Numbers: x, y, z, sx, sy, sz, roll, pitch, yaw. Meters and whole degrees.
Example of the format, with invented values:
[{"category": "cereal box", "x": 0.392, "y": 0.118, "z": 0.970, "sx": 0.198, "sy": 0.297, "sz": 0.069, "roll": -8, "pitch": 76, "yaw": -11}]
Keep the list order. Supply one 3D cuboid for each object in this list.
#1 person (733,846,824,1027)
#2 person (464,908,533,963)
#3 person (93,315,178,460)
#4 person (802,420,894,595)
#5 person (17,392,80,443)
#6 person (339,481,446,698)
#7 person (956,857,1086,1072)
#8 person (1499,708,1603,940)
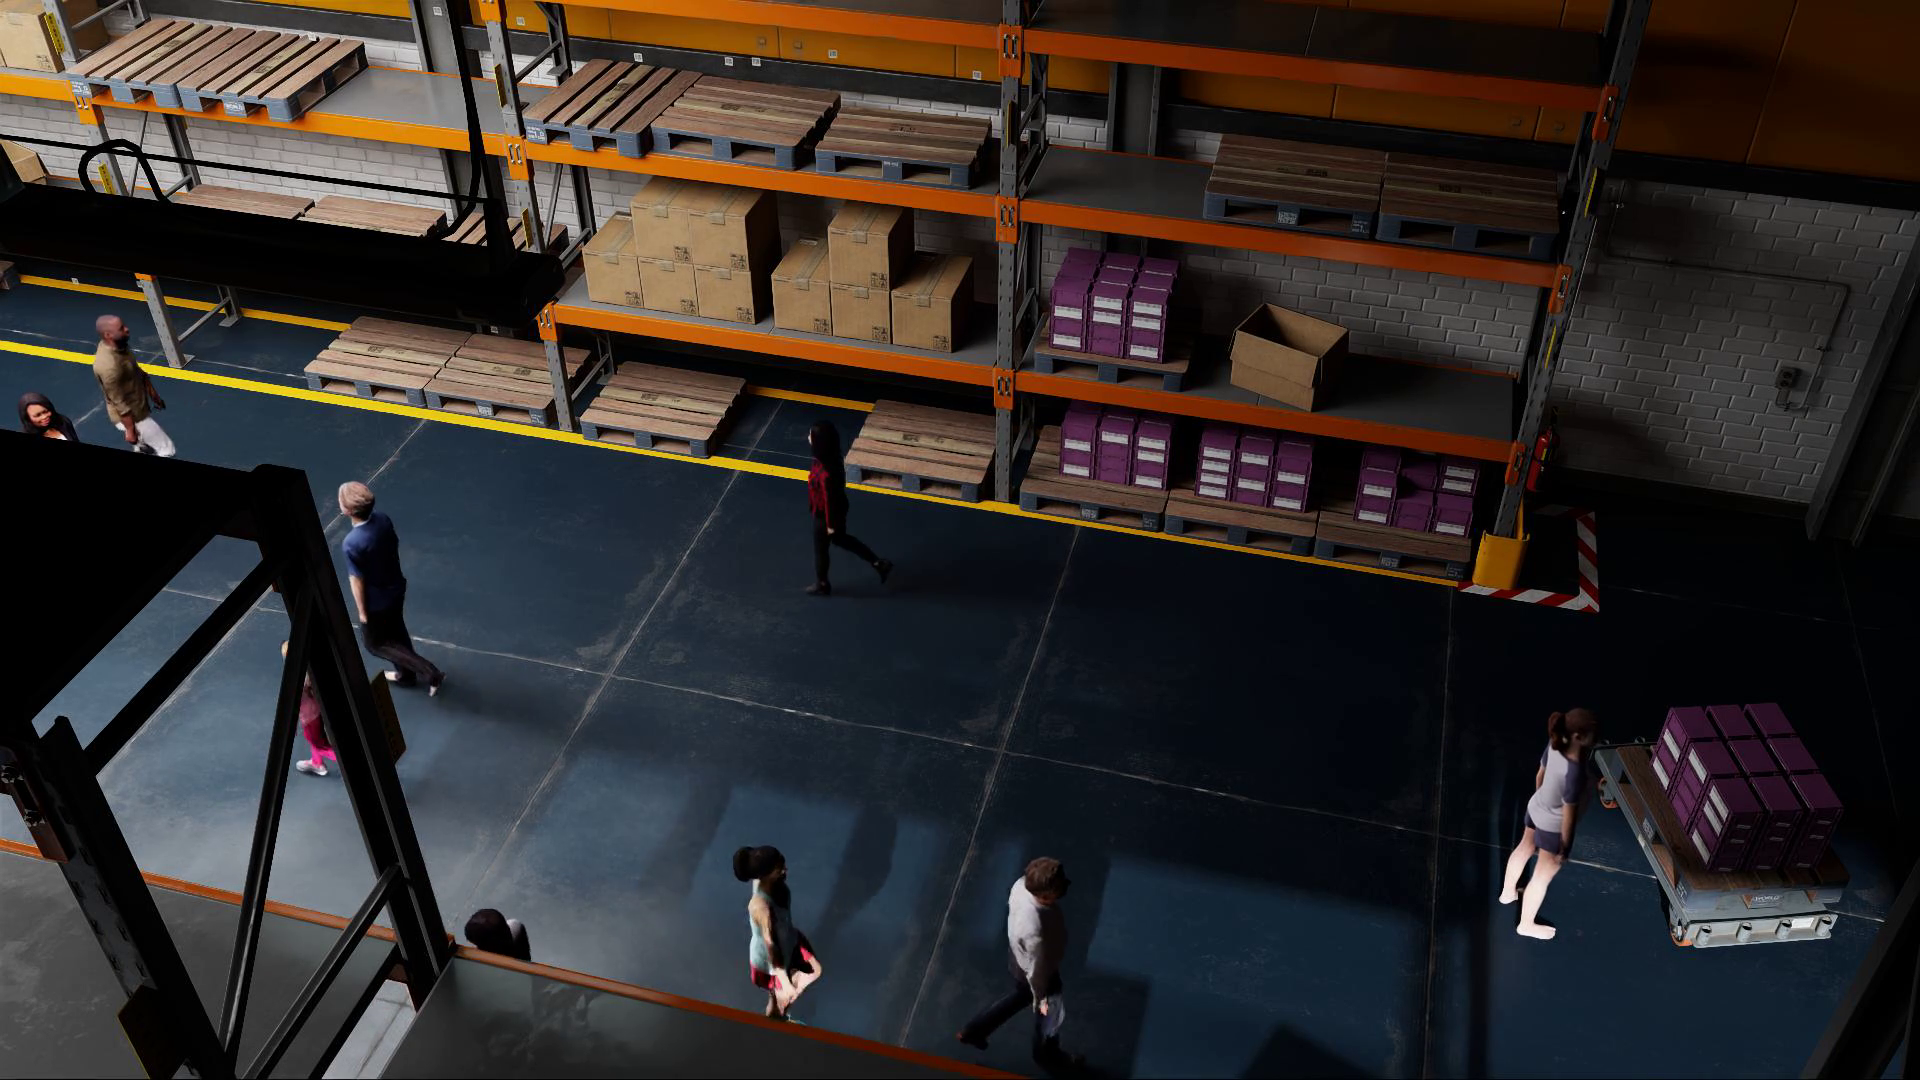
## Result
[{"category": "person", "x": -1.104, "y": 2.308, "z": 9.306, "sx": 0.700, "sy": 1.753, "sz": 0.666, "roll": 1, "pitch": 39, "yaw": 2}, {"category": "person", "x": -2.455, "y": 2.560, "z": 8.910, "sx": 0.676, "sy": 1.853, "sz": 0.737, "roll": 15, "pitch": 41, "yaw": 18}, {"category": "person", "x": -6.744, "y": -1.002, "z": 13.403, "sx": 0.864, "sy": 1.813, "sz": 0.842, "roll": -13, "pitch": 40, "yaw": -16}, {"category": "person", "x": -0.893, "y": -0.226, "z": 12.571, "sx": 0.999, "sy": 1.638, "sz": 0.713, "roll": 1, "pitch": 39, "yaw": 1}, {"category": "person", "x": -6.946, "y": -0.451, "z": 12.870, "sx": 0.696, "sy": 1.617, "sz": 0.698, "roll": 19, "pitch": 42, "yaw": 22}, {"category": "person", "x": -3.967, "y": 0.399, "z": 11.616, "sx": 0.839, "sy": 1.854, "sz": 0.649, "roll": 10, "pitch": 40, "yaw": 12}, {"category": "person", "x": 0.343, "y": 2.359, "z": 9.202, "sx": 1.080, "sy": 1.803, "sz": 0.886, "roll": -4, "pitch": 39, "yaw": -5}, {"category": "person", "x": 3.575, "y": 1.689, "z": 10.072, "sx": 0.656, "sy": 1.765, "sz": 0.658, "roll": -4, "pitch": 39, "yaw": -5}]
